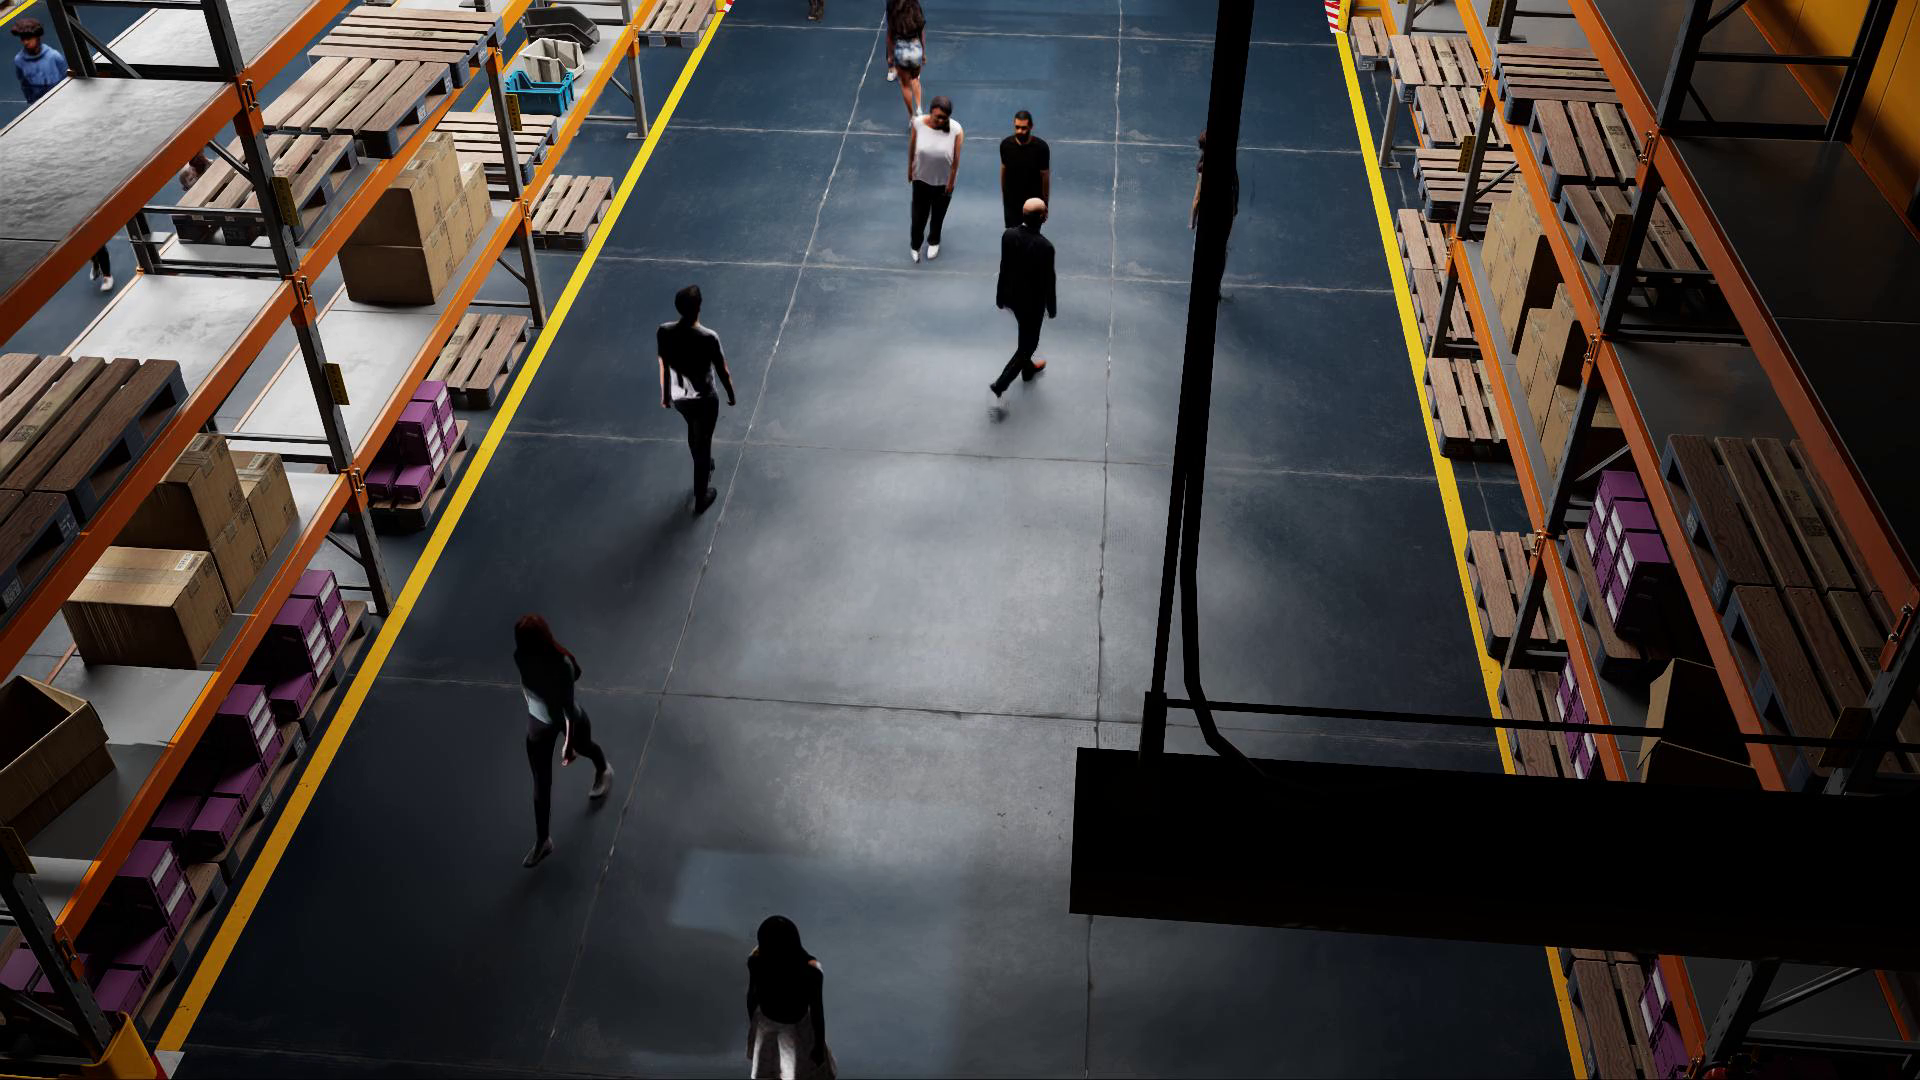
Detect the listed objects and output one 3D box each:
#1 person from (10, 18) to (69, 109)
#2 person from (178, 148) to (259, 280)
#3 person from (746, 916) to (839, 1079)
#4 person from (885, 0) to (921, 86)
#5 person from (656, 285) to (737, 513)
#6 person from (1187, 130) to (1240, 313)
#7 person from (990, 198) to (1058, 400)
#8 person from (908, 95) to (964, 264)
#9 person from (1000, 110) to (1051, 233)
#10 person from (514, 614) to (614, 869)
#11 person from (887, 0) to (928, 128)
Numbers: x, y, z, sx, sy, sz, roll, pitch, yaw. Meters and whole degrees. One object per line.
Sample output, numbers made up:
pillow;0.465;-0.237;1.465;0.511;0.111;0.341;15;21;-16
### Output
person;-9.202;-4.472;16.981;0.733;1.803;0.698;-3;39;-4
person;-6.617;-2.877;14.993;0.782;1.791;0.867;-5;39;-6
person;-0.848;2.471;8.311;0.712;1.772;0.707;12;40;15
person;-0.710;-6.118;19.064;0.705;1.775;0.663;-32;48;-33
person;-2.054;-1.026;12.633;0.799;1.843;0.930;11;40;13
person;2.355;-2.912;15.057;0.755;1.765;0.776;-12;40;-14
person;0.504;-1.963;13.864;1.087;1.772;1.232;24;44;27
person;-0.229;-3.487;15.856;0.696;1.667;0.669;7;39;9
person;0.627;-3.174;15.425;0.720;1.716;1.146;7;39;9
person;-2.384;1.090;10.105;0.760;1.692;1.204;12;40;15
person;-0.552;-5.185;18.036;0.679;1.599;0.715;-10;40;-12
